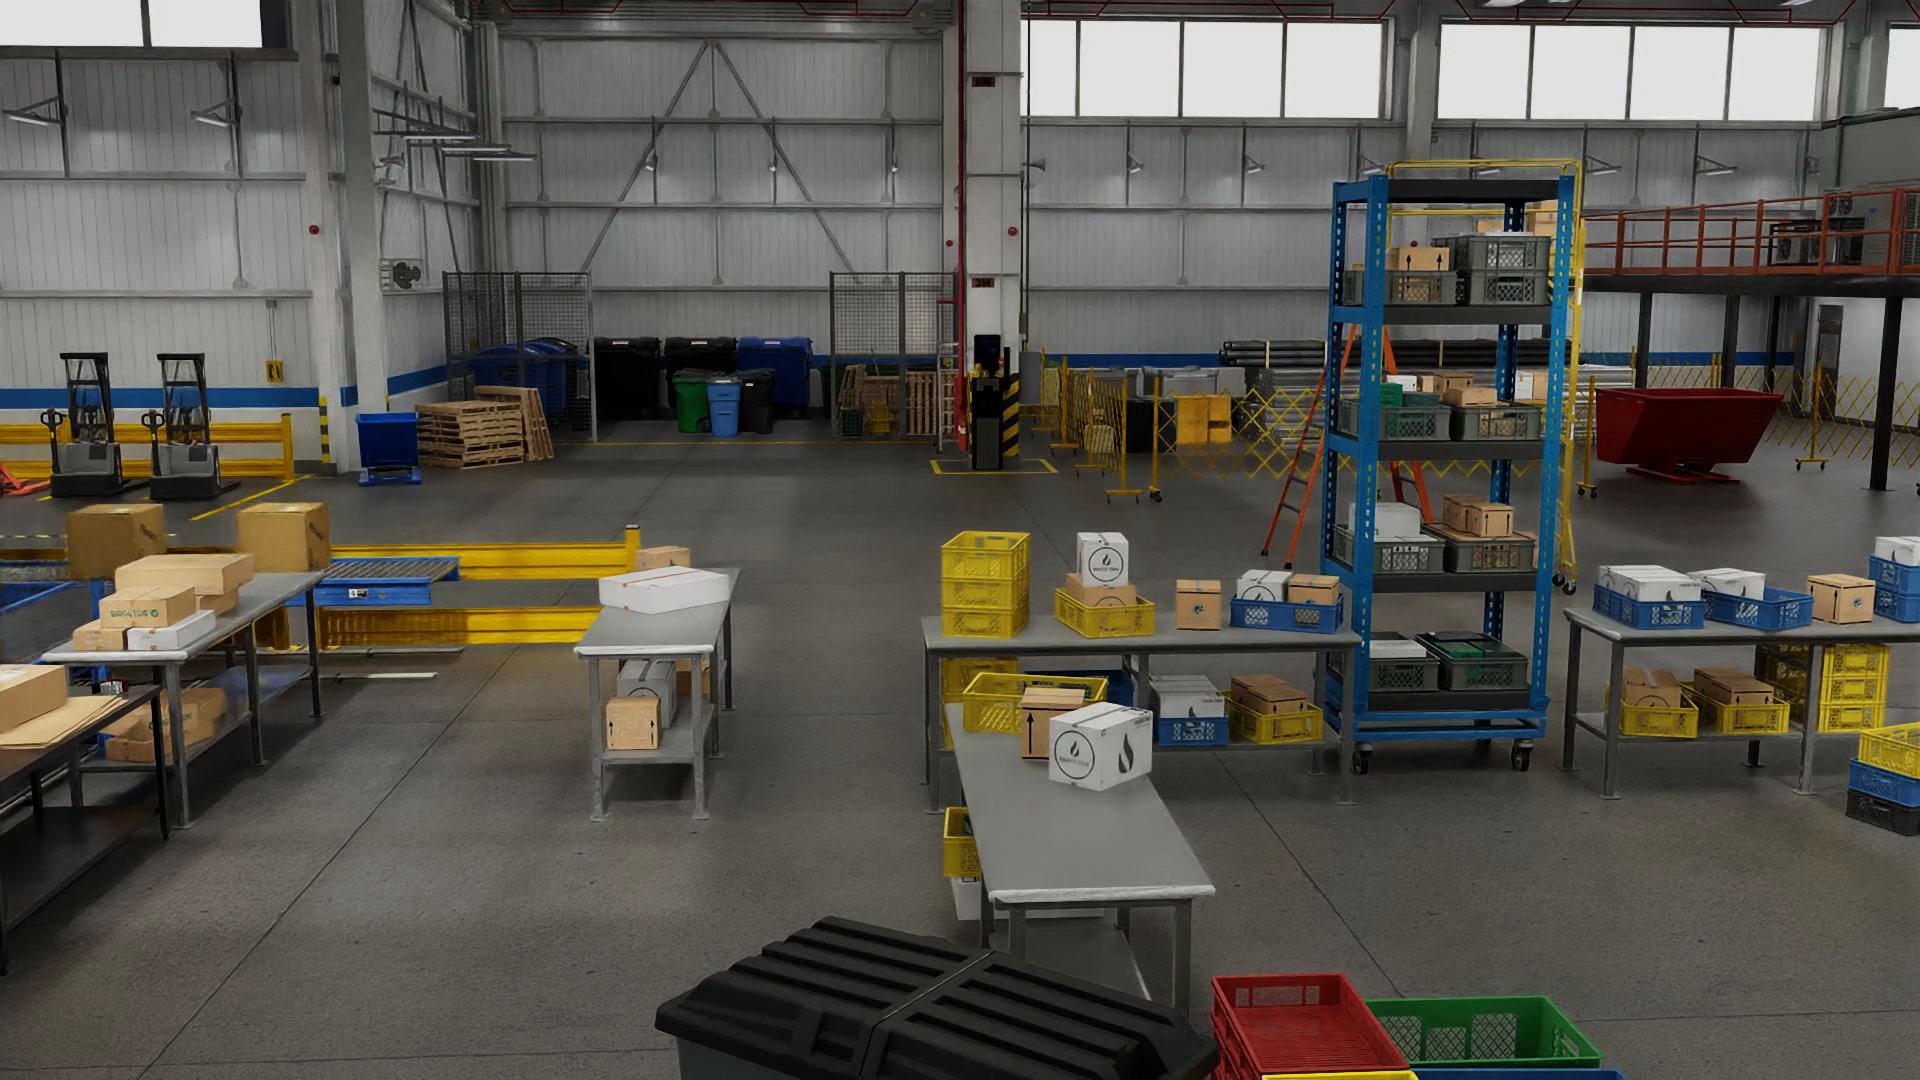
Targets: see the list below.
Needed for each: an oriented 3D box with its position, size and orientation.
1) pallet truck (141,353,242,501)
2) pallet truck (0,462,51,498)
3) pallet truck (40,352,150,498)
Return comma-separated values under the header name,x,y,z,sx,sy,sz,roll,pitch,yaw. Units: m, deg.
name,x,y,z,sx,sy,sz,roll,pitch,yaw
pallet truck,-10.520,-1.604,22.925,0.823,1.965,1.885,-1,9,-6
pallet truck,-13.193,-1.293,23.148,0.653,1.274,1.630,-1,9,-4
pallet truck,-11.907,-1.642,23.165,0.823,1.965,1.885,0,9,0
